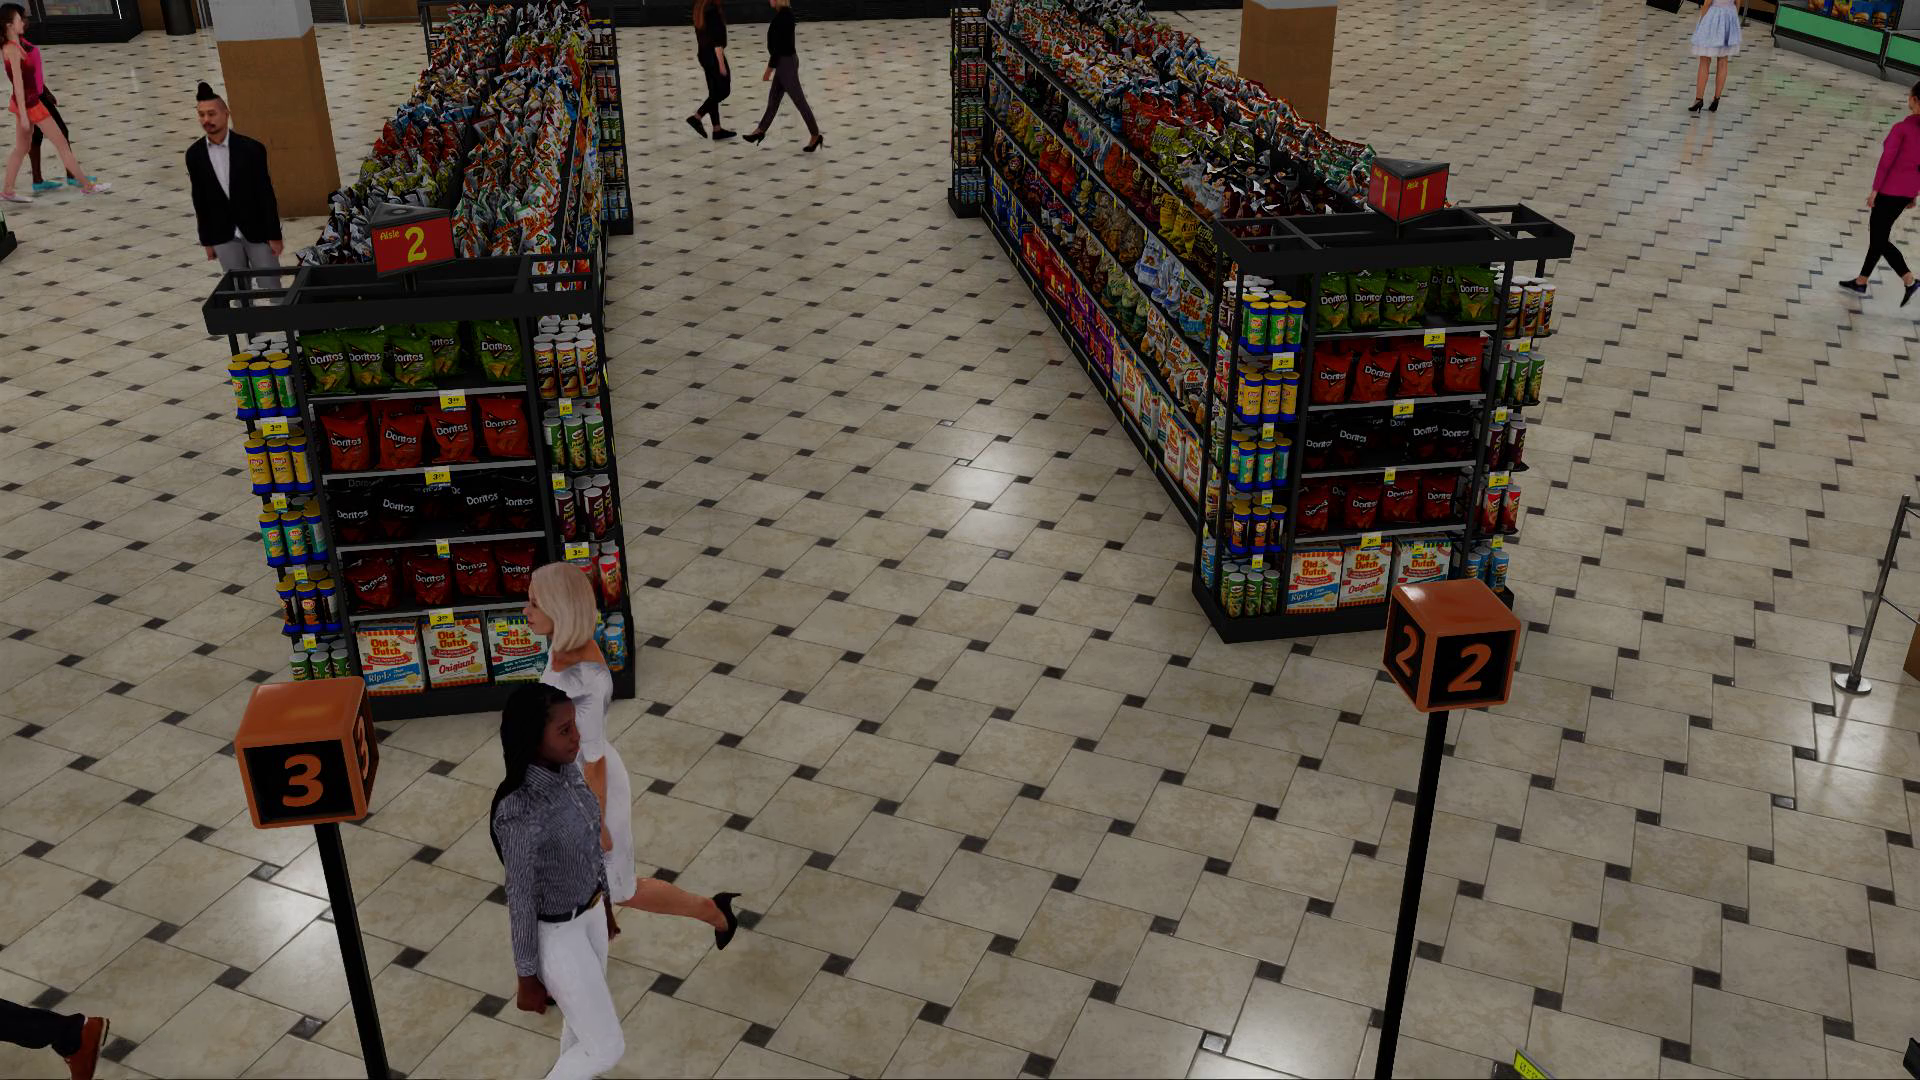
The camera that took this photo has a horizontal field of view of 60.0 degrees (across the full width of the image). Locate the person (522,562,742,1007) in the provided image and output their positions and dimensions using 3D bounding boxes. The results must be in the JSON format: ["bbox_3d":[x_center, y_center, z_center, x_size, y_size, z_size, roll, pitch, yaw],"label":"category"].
[{"bbox_3d":[-1.178,0.853,5.654,0.824,1.726,1.016,-12,29,-23],"label":"person"}]

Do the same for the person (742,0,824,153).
[{"bbox_3d":[-1.632,-4.661,16.638,0.809,1.626,1.049,0,27,1],"label":"person"}]

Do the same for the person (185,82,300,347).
[{"bbox_3d":[-4.848,-2.129,11.299,0.749,1.938,0.978,-2,27,-4],"label":"person"}]

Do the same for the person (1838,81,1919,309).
[{"bbox_3d":[7.052,-2.551,12.422,0.718,1.676,1.071,-10,28,-18],"label":"person"}]

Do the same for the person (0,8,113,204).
[{"bbox_3d":[-8.452,-3.843,14.935,0.985,1.706,1.144,-19,33,-33],"label":"person"}]

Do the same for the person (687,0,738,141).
[{"bbox_3d":[-2.635,-4.954,17.129,0.838,1.705,0.848,-15,31,-27],"label":"person"}]

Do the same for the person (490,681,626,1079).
[{"bbox_3d":[-1.277,1.184,5.014,0.774,1.715,0.698,5,27,10],"label":"person"}]

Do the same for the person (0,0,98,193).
[{"bbox_3d":[-8.659,-4.065,15.373,0.818,1.707,0.815,-19,33,-33],"label":"person"}]

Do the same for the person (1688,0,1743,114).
[{"bbox_3d":[8.383,-5.659,18.400,0.755,1.812,0.778,0,27,1],"label":"person"}]
